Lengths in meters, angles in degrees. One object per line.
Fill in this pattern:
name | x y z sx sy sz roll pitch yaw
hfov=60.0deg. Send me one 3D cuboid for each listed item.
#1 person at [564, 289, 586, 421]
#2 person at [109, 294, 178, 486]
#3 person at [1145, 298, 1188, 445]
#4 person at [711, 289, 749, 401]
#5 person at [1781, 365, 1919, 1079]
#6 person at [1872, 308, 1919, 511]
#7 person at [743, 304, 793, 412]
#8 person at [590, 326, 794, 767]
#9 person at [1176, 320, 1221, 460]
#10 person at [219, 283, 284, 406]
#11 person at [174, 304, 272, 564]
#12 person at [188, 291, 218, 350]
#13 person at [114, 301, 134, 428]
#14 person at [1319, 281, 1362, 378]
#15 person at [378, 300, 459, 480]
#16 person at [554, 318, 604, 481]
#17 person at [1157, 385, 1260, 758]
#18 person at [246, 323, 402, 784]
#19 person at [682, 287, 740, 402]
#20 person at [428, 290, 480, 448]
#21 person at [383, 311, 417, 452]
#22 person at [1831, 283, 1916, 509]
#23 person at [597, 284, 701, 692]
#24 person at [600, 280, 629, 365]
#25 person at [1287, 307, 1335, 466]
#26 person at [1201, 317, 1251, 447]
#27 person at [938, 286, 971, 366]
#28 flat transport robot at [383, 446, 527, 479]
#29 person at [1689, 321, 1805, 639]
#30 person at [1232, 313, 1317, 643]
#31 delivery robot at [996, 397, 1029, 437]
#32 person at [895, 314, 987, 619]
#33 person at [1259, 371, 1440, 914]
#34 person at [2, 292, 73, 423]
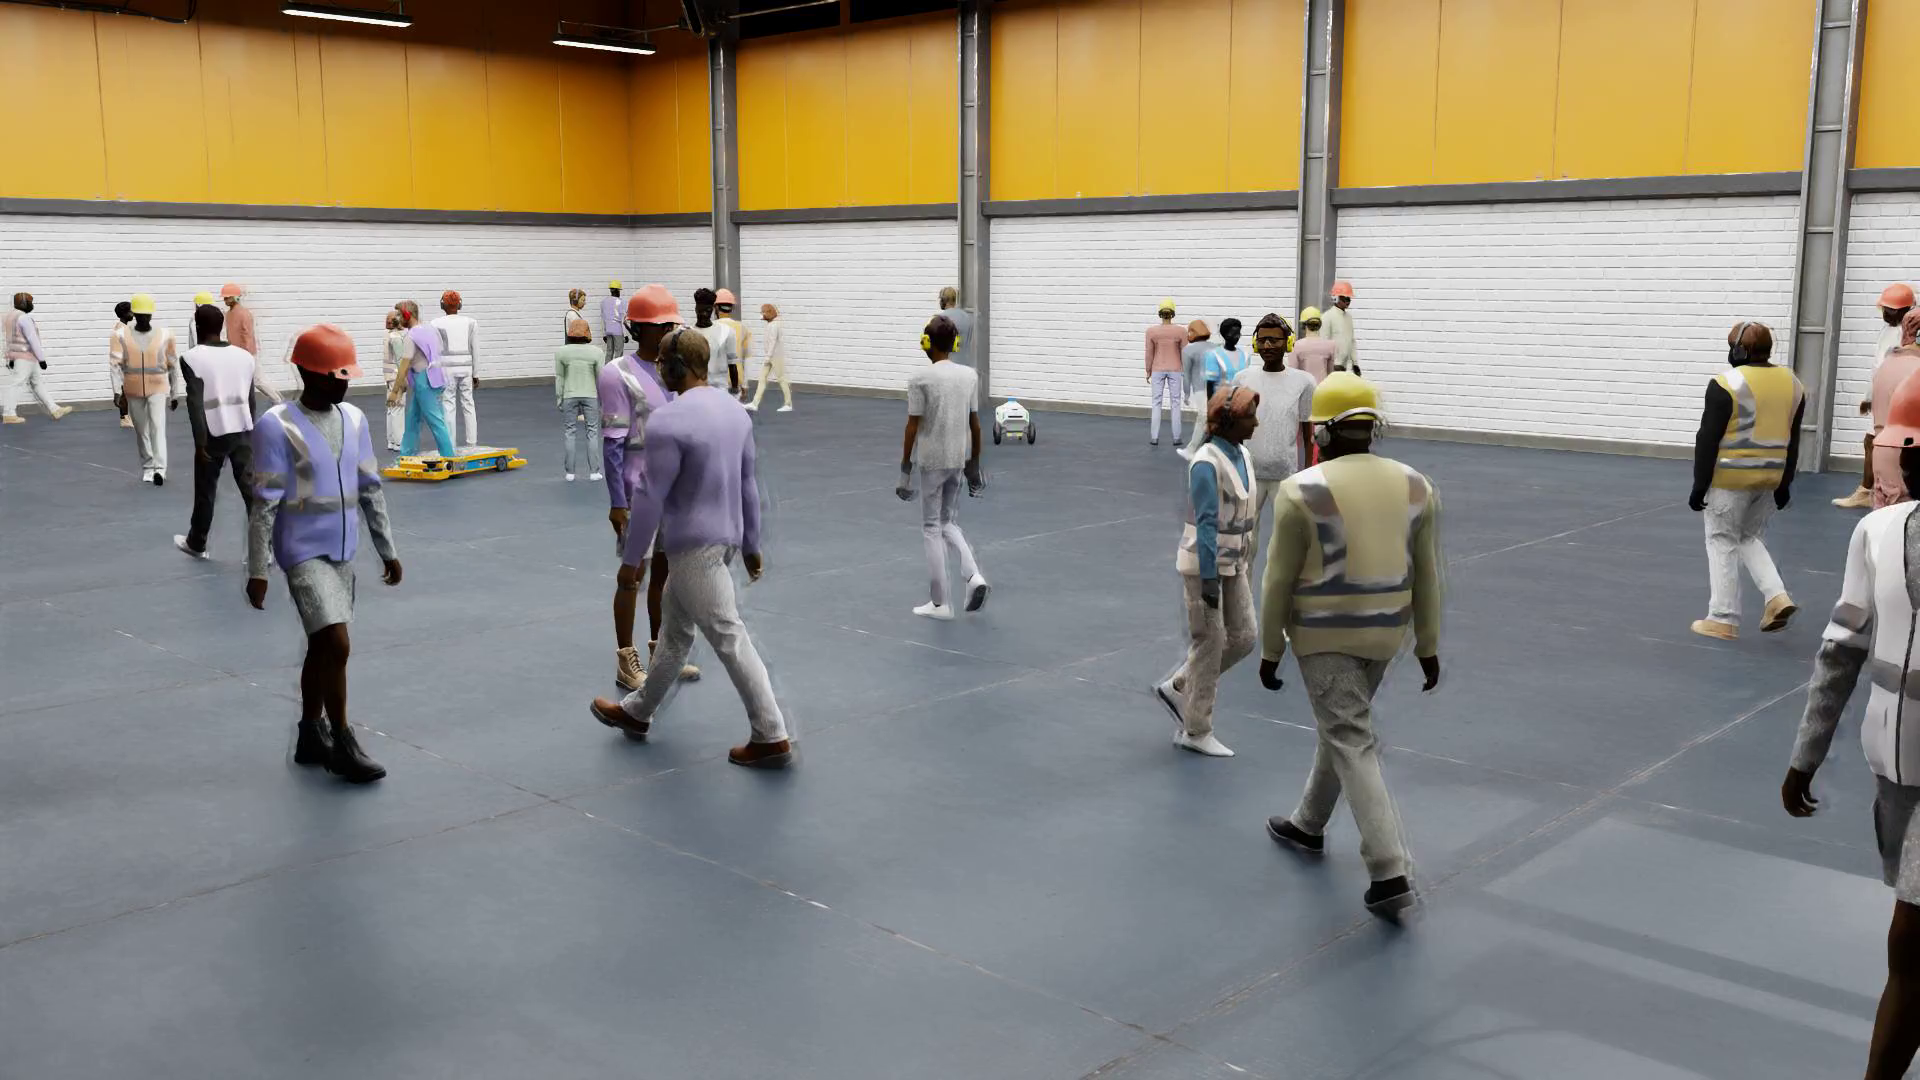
person | -5.340 -2.576 23.220 0.346 1.843 0.506 -3 10 -16
person | -7.976 -1.460 16.291 0.587 1.863 1.030 -4 10 -21
person | 2.484 -2.014 19.999 0.525 1.770 0.306 1 9 9
person | -2.433 -1.662 17.389 0.561 1.914 0.558 -8 12 -40
person | 2.178 0.543 3.892 0.880 1.901 0.580 -3 10 -18
person | 5.490 -0.388 9.603 0.408 1.908 0.643 2 9 10
person | -2.859 -2.686 24.617 0.818 1.591 0.523 -4 10 -24
person | -1.161 0.025 7.167 1.108 1.875 0.652 4 10 21
person | 2.669 -1.612 18.135 0.496 1.564 0.882 -5 11 -29
person | -9.863 -2.590 23.022 0.626 1.935 1.065 6 11 34
person | -5.335 -0.755 11.995 1.011 1.856 0.600 6 11 32
person | -9.916 -2.354 21.895 0.404 1.827 0.600 -3 10 -16
person | -11.171 -2.347 22.280 0.321 1.689 0.530 -5 10 -28
person | 4.596 -2.098 19.901 0.675 1.973 0.617 7 12 37
person | -5.497 -1.489 16.675 0.911 1.791 0.606 -1 9 -6
person | -3.794 -1.400 16.662 0.497 1.629 0.271 -1 9 -6
person | 1.102 0.135 7.274 0.401 1.627 0.508 6 11 34
person | -2.594 0.064 6.882 0.738 1.894 0.673 4 10 22
person | -2.395 -1.378 15.549 0.649 1.940 0.501 0 9 1
person | -5.673 -1.856 18.679 0.574 1.883 0.356 -8 12 -39
person | -6.545 -1.843 19.350 0.310 1.636 0.522 -6 11 -31
person | 8.215 -1.238 14.518 0.866 2.006 0.637 3 10 15
person | -1.528 -0.259 8.392 0.393 2.041 0.613 6 11 31
person | -6.350 -3.830 30.672 0.588 1.918 0.397 6 11 31
person | 3.460 -1.445 16.584 0.530 1.741 0.715 -1 9 -8
person | 2.568 -1.340 16.179 0.531 1.669 0.826 -4 10 -22
person | -0.125 -2.008 19.511 0.443 1.924 0.636 8 13 42
flat transport robot | -5.203 -0.811 17.195 0.652 0.197 1.431 4 10 24
person | 4.476 -0.327 9.491 0.632 1.830 0.478 -4 10 -21
person | 1.762 -0.349 9.474 0.518 1.873 0.328 3 10 20
delivery robot | 0.637 -1.507 20.308 0.477 0.478 0.707 -1 9 -5
person | -0.115 -0.425 10.017 0.524 1.848 0.449 -8 12 -42
person | 1.331 0.324 5.642 0.604 1.788 0.963 -4 10 -22
person | -12.859 -2.520 23.026 0.964 1.788 0.656 -9 13 -43
